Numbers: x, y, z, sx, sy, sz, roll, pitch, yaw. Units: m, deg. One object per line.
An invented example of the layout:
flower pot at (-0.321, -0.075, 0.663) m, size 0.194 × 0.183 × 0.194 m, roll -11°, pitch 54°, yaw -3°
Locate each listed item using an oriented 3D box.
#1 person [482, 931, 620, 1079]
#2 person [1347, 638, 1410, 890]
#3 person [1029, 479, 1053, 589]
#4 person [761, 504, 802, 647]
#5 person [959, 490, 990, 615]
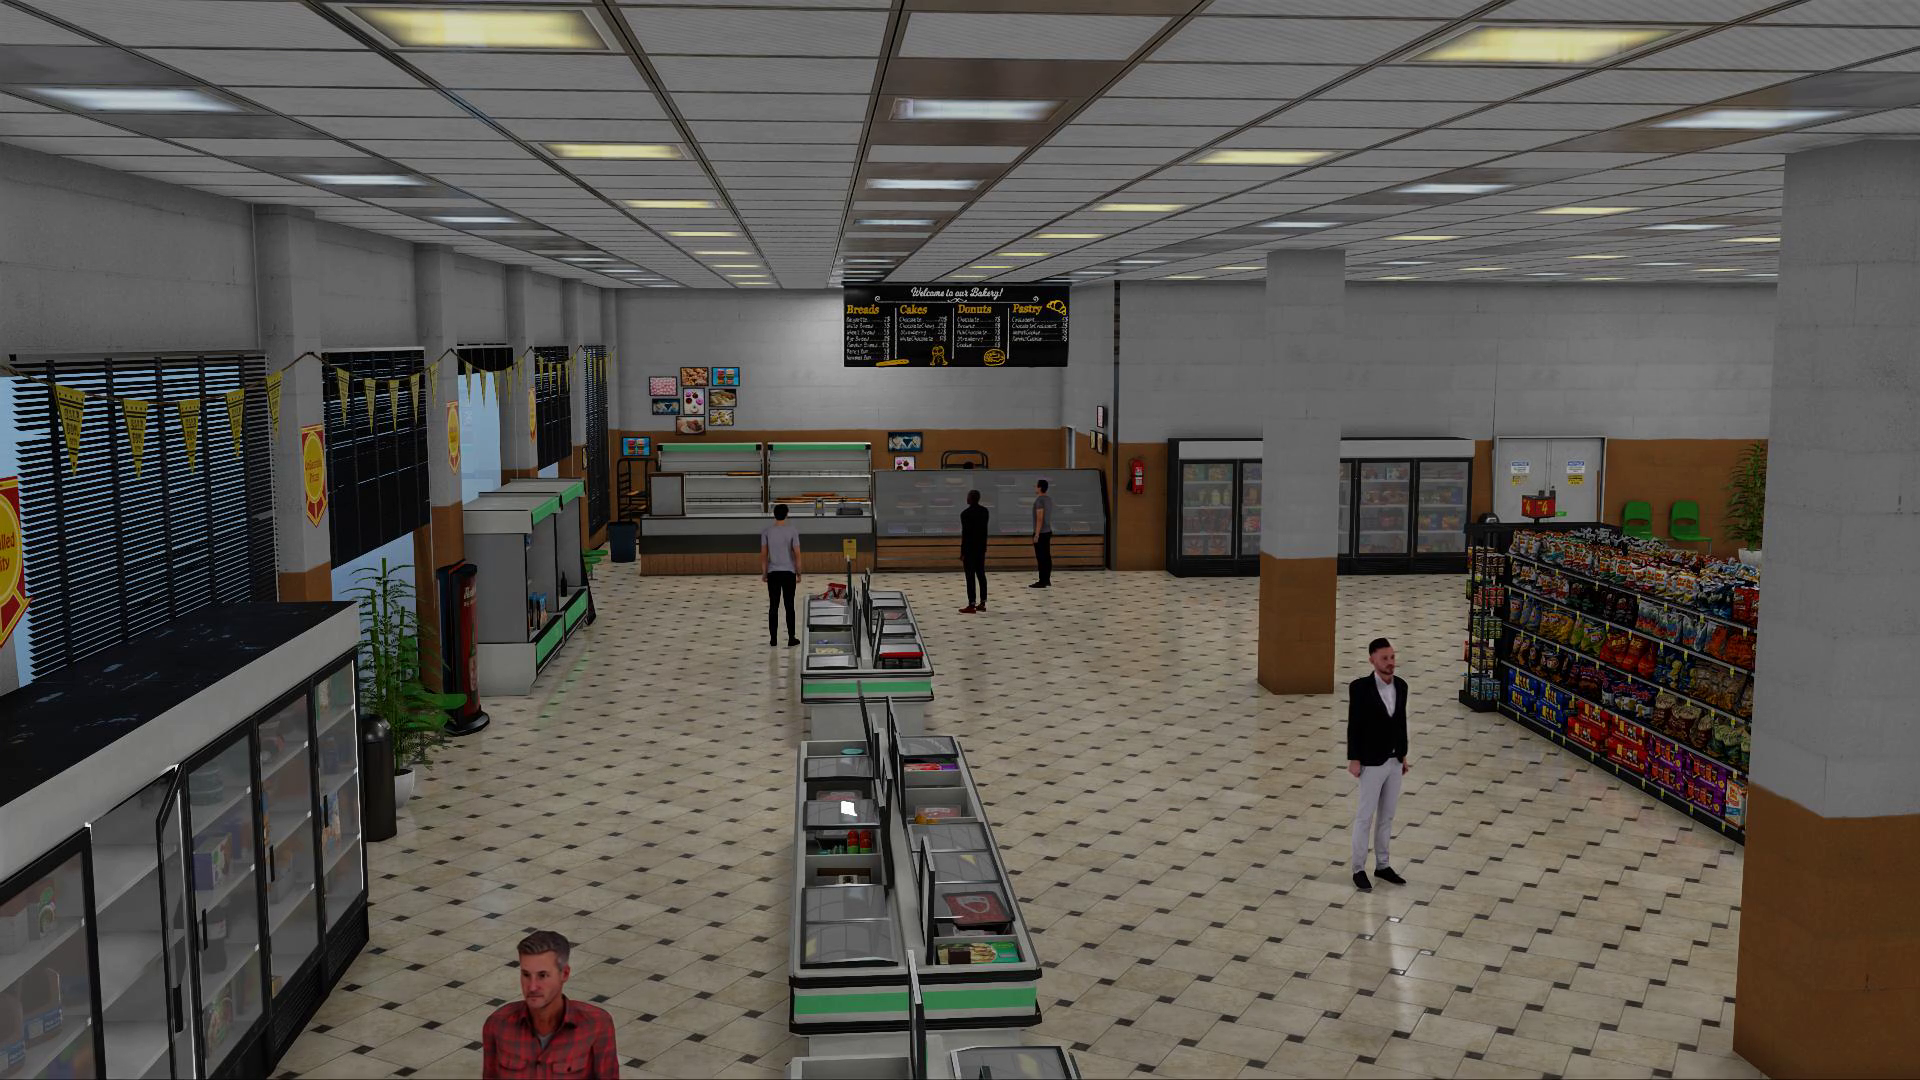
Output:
person at (-1.540, 2.351, 6.259) m, size 0.698 × 1.831 × 0.556 m, roll 0°, pitch 7°, yaw -1°
person at (3.080, 1.621, 12.248) m, size 0.717 × 1.844 × 0.662 m, roll -3°, pitch 7°, yaw -22°
person at (1.337, -0.115, 26.979) m, size 0.765 × 1.754 × 0.646 m, roll 3°, pitch 7°, yaw 23°
person at (-2.349, 0.454, 21.825) m, size 0.713 × 1.863 × 0.598 m, roll 1°, pitch 7°, yaw 5°
person at (0.215, 0.161, 24.437) m, size 0.830 × 1.818 × 0.785 m, roll 6°, pitch 9°, yaw 43°
